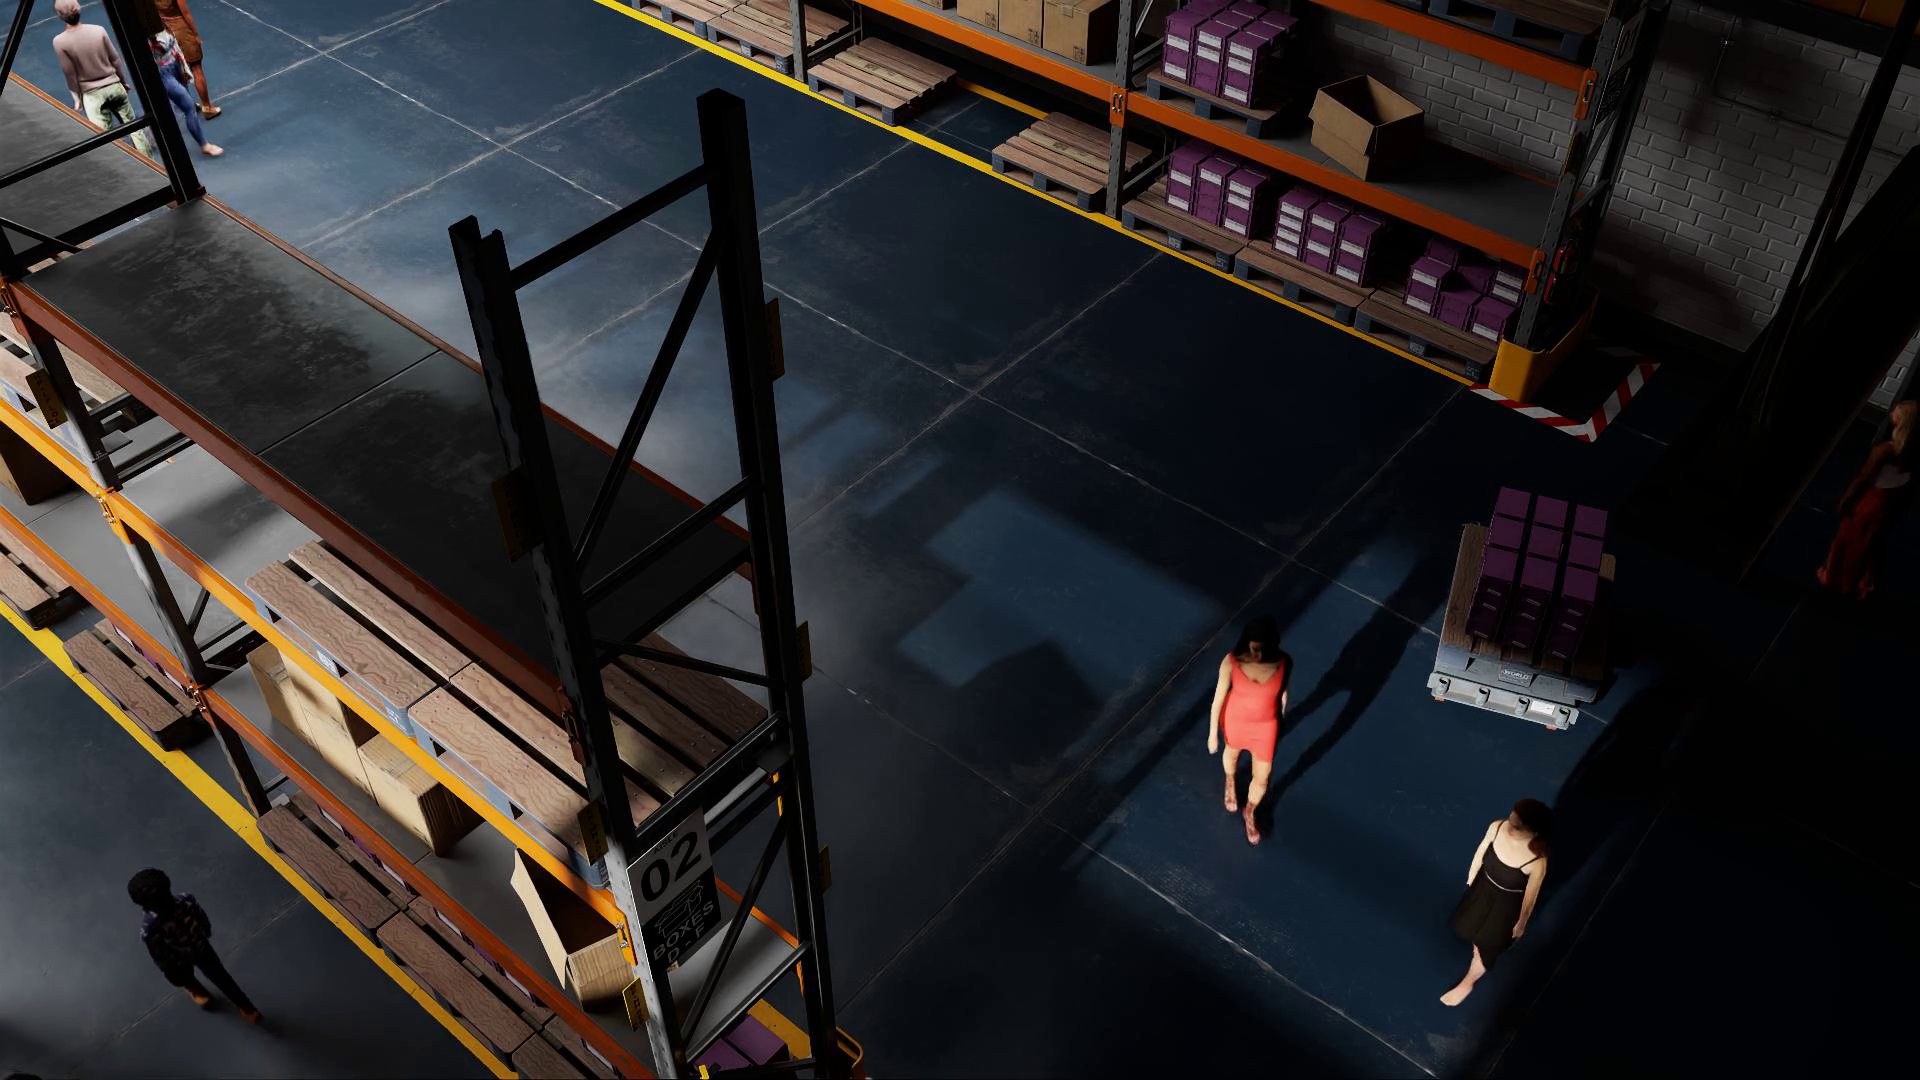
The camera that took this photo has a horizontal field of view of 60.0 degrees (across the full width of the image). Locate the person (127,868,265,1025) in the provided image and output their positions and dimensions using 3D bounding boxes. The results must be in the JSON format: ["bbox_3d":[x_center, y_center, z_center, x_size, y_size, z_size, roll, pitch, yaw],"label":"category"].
[{"bbox_3d":[-4.276,2.198,9.075,0.831,1.217,0.524,27,50,25],"label":"person"}]

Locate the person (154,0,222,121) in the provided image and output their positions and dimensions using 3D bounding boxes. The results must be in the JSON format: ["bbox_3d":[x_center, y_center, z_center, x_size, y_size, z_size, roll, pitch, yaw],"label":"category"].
[{"bbox_3d":[-7.619,-4.911,16.197,0.582,1.686,0.693,10,45,11],"label":"person"}]

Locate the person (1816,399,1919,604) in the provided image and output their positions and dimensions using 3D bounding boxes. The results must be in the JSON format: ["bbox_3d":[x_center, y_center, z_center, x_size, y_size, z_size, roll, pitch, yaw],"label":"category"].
[{"bbox_3d":[6.192,-0.214,11.197,0.864,1.783,0.918,-5,44,-5],"label":"person"}]

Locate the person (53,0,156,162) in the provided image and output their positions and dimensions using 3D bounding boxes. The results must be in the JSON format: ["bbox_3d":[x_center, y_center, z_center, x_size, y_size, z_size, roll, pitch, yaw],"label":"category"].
[{"bbox_3d":[-7.828,-4.076,15.184,0.688,1.875,0.629,-33,53,-30],"label":"person"}]

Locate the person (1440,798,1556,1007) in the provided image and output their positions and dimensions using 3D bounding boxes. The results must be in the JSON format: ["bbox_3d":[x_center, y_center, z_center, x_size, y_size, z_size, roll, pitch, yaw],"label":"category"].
[{"bbox_3d":[3.010,1.922,9.082,0.806,1.607,0.892,-25,49,-24],"label":"person"}]

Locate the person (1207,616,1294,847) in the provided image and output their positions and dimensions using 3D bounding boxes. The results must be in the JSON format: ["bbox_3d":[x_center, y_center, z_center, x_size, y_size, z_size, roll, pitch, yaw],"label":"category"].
[{"bbox_3d":[1.722,1.015,9.966,0.845,1.701,0.897,1,44,1],"label":"person"}]

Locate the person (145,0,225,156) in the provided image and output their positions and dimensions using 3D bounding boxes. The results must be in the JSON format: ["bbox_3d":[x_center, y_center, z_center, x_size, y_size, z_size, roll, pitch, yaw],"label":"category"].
[{"bbox_3d":[-7.555,-4.377,15.715,1.115,1.579,0.933,5,44,5],"label":"person"}]
